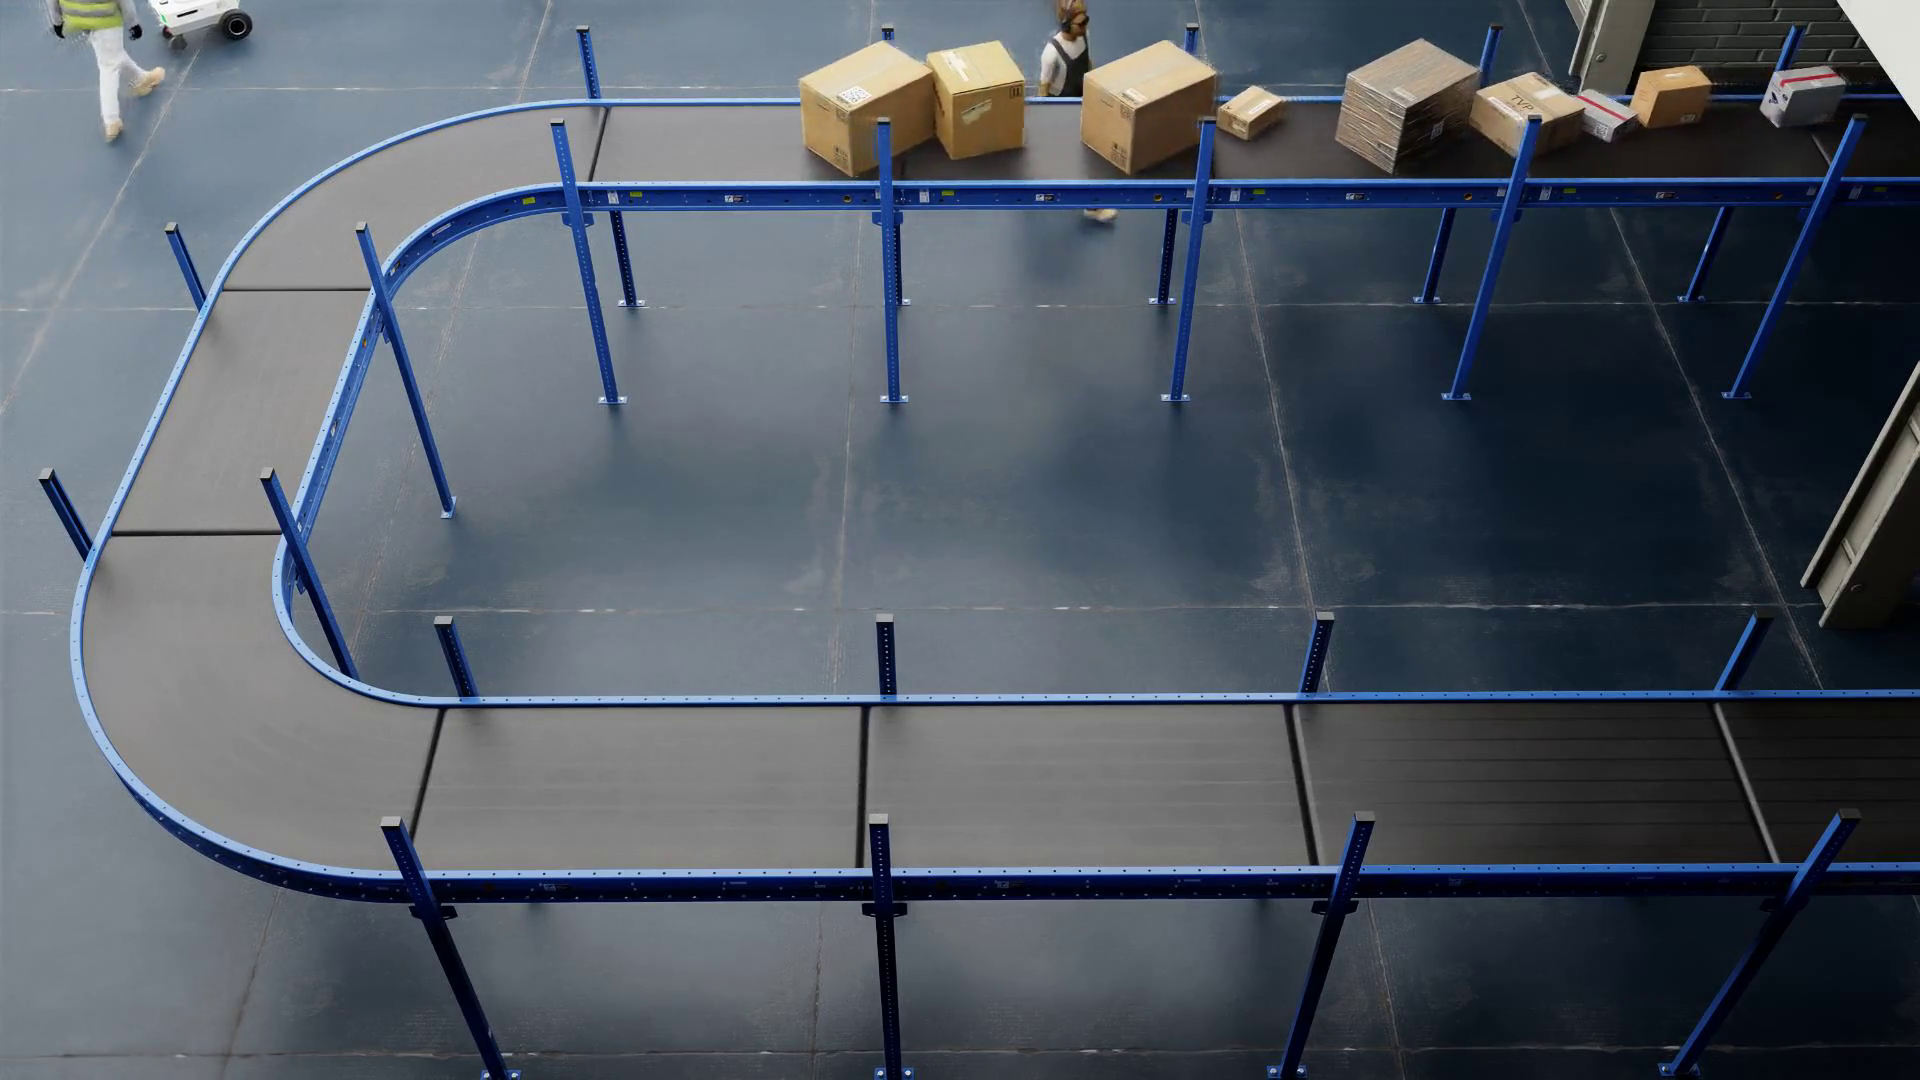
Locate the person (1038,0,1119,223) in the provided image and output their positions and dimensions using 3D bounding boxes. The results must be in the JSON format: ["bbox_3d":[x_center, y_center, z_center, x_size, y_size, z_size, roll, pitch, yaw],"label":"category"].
[{"bbox_3d":[0.809,-3.339,13.173,1.008,1.799,0.514,24,51,21],"label":"person"}]

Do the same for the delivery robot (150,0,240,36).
[{"bbox_3d":[-6.802,-4.770,15.302,0.707,0.478,0.477,-26,52,-23],"label":"delivery robot"}]

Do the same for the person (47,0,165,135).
[{"bbox_3d":[-7.068,-4.271,14.055,0.683,1.780,0.964,9,48,9],"label":"person"}]
